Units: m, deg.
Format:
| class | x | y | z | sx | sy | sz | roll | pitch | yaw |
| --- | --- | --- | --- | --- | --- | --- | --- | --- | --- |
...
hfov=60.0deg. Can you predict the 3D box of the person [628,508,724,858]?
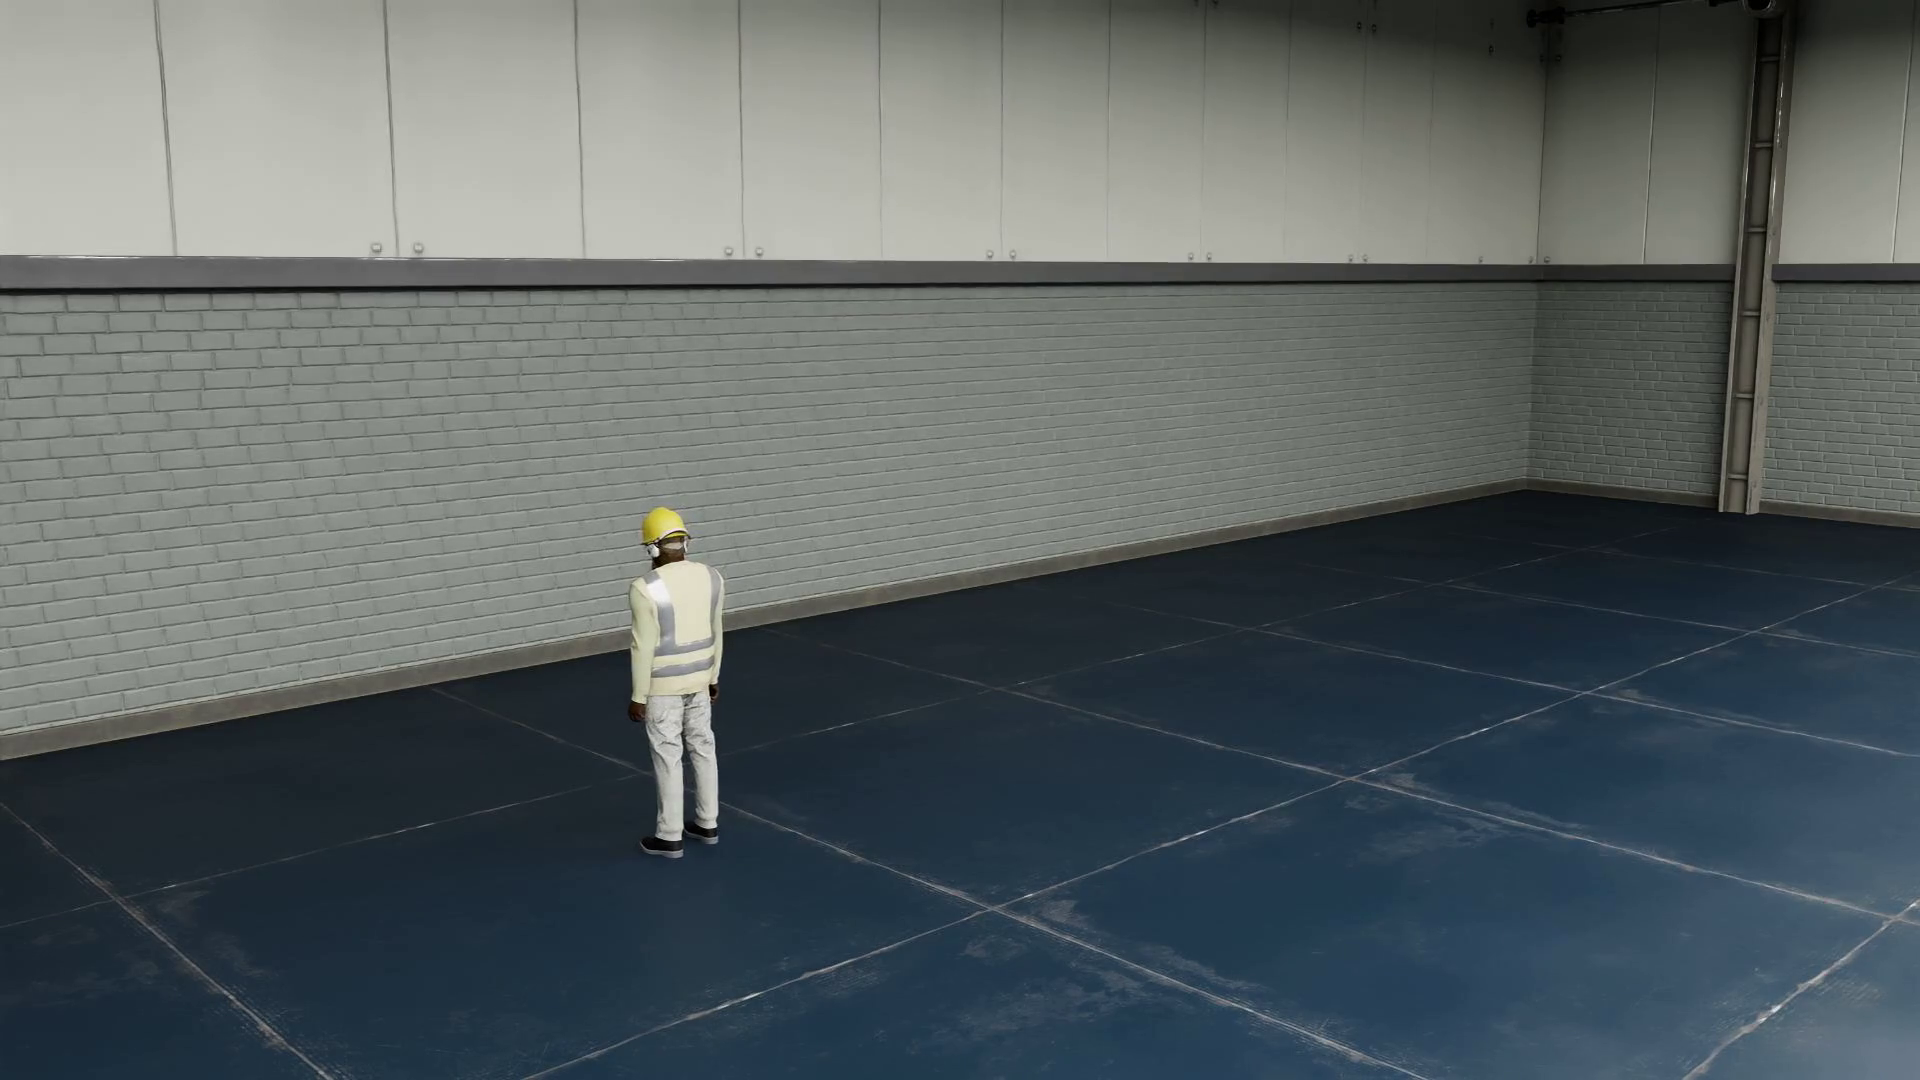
| class | x | y | z | sx | sy | sz | roll | pitch | yaw |
| --- | --- | --- | --- | --- | --- | --- | --- | --- | --- |
| person | -1.495 | 0.737 | 8.676 | 0.403 | 1.819 | 0.596 | 8 | 12 | 40 |
